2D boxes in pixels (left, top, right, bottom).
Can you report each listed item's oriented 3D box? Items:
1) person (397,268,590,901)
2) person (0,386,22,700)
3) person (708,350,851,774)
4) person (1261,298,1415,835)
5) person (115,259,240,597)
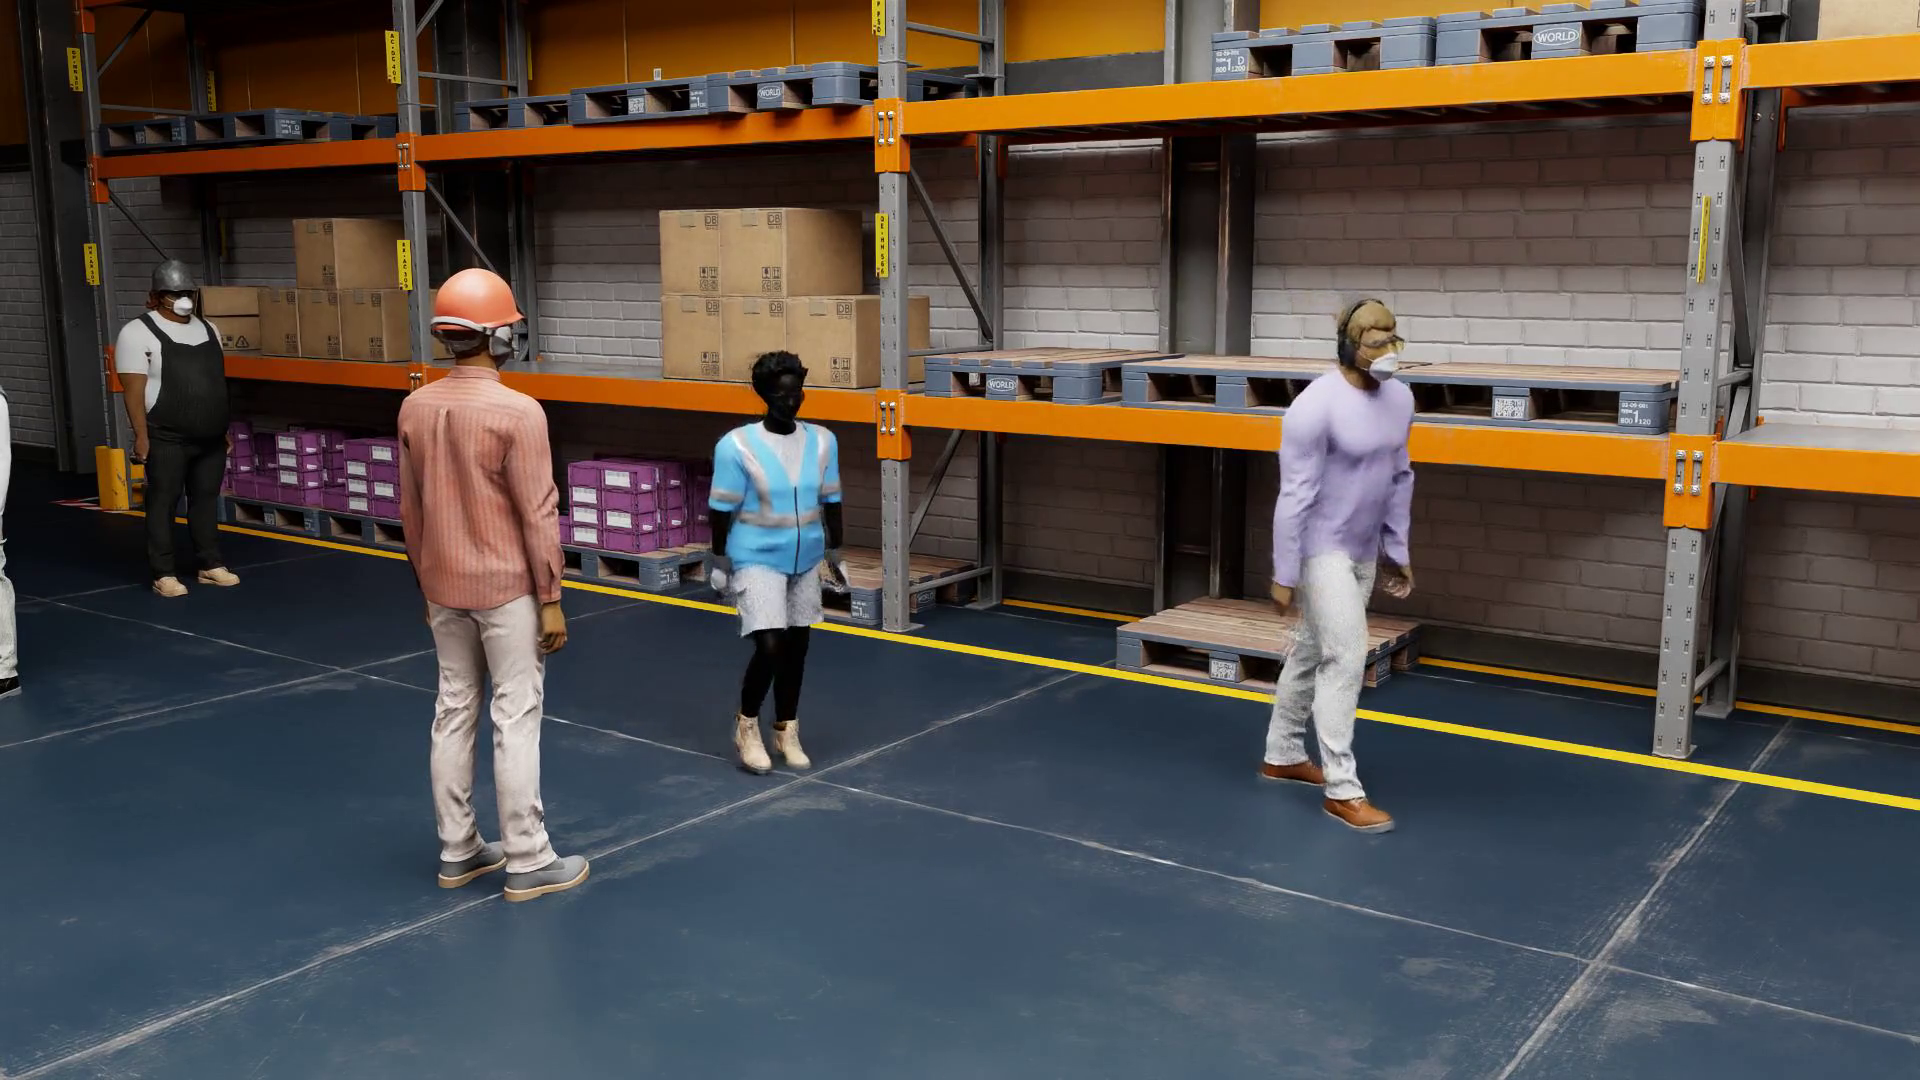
[{"bbox_3d":[-1.493,0.149,5.279,0.616,1.997,0.373,5,11,28],"label":"person"},{"bbox_3d":[-4.594,-0.165,7.628,0.590,1.837,0.404,5,11,29],"label":"person"},{"bbox_3d":[-0.706,0.096,6.513,0.552,1.677,0.370,-7,12,-37],"label":"person"},{"bbox_3d":[1.370,0.074,6.084,0.646,1.899,0.713,-9,13,-44],"label":"person"},{"bbox_3d":[-4.707,-0.689,10.140,0.536,2.000,0.688,5,11,27],"label":"person"}]
